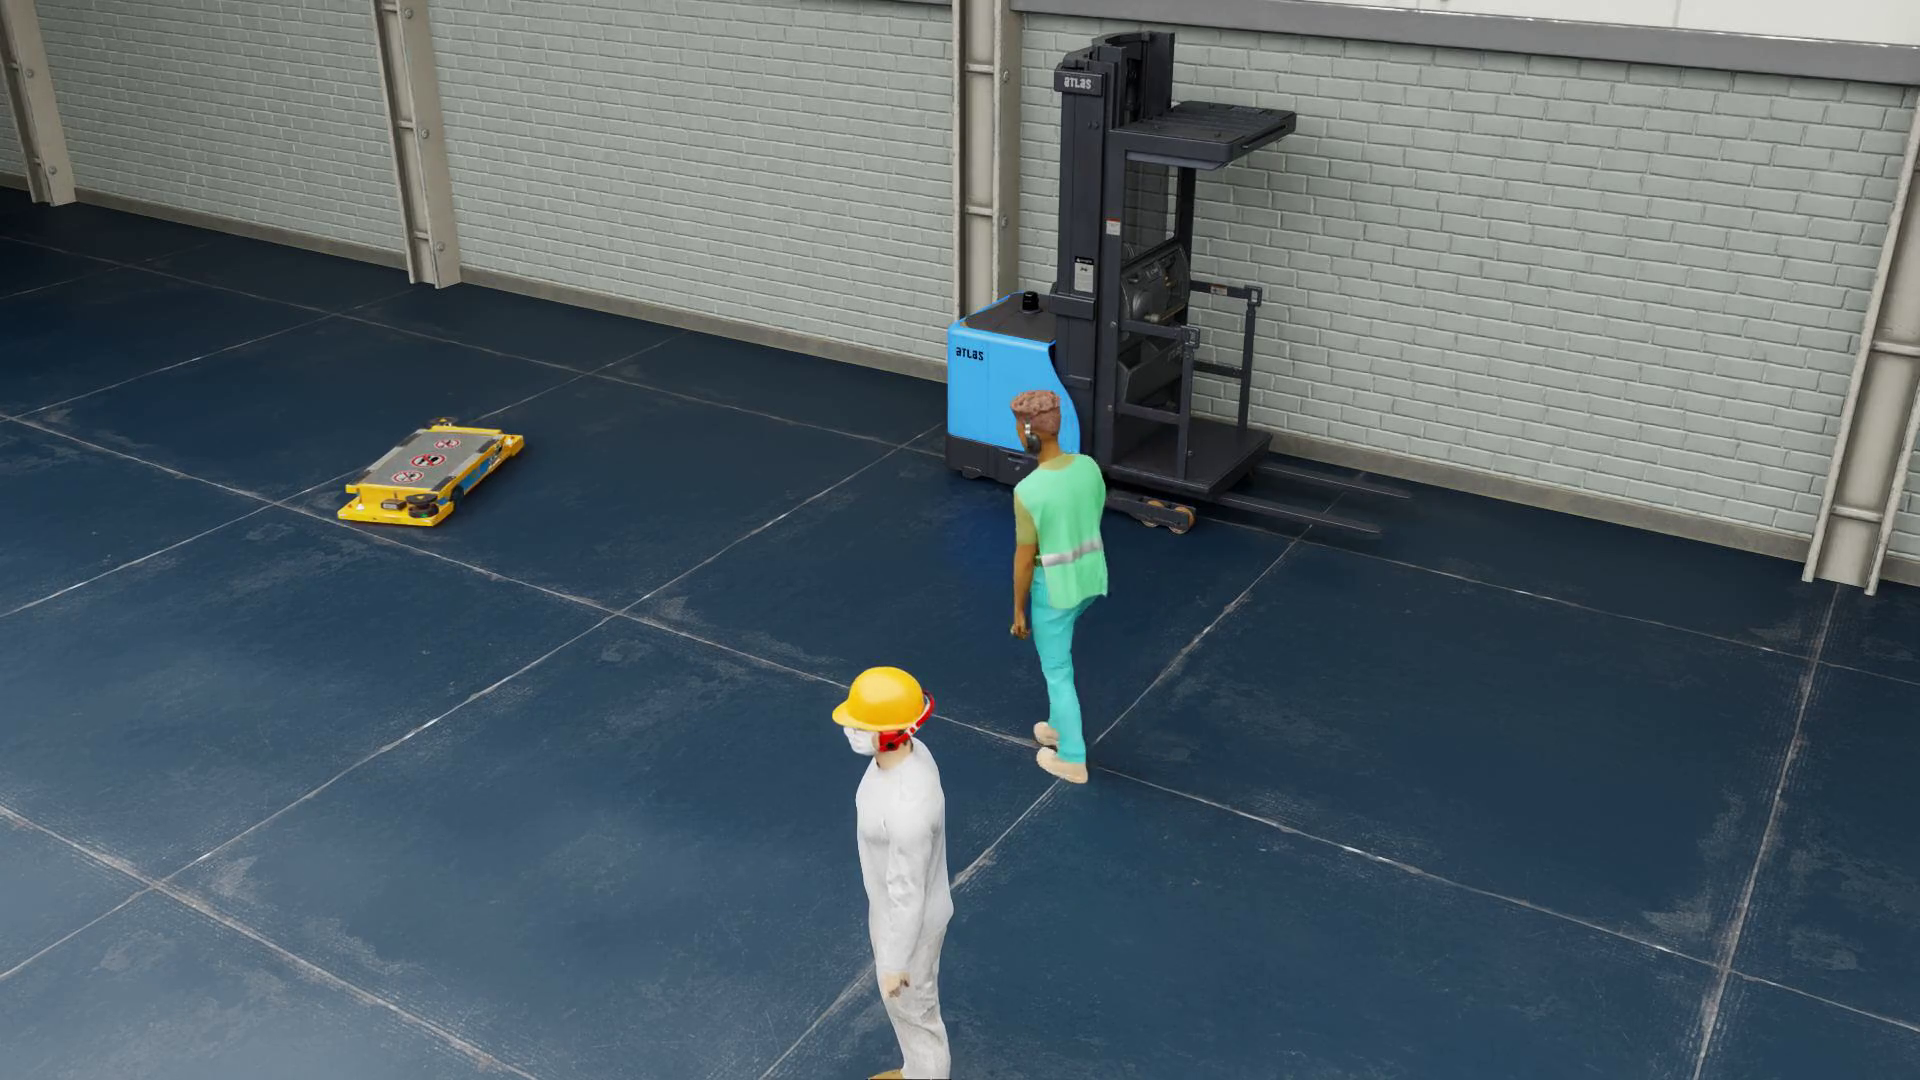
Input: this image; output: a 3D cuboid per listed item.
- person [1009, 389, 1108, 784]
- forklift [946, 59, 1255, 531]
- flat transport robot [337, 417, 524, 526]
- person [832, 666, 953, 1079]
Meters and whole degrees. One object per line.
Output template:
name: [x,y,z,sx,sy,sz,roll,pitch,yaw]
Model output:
person: [0.424,0.224,7.822,0.506,1.950,0.611,-21,32,-37]
forklift: [0.933,-1.707,10.833,1.873,2.768,1.129,15,29,28]
flat transport robot: [-3.554,-0.471,11.254,0.659,0.231,1.431,4,26,9]
person: [-0.220,1.264,5.694,0.385,1.890,0.563,-3,26,-7]
